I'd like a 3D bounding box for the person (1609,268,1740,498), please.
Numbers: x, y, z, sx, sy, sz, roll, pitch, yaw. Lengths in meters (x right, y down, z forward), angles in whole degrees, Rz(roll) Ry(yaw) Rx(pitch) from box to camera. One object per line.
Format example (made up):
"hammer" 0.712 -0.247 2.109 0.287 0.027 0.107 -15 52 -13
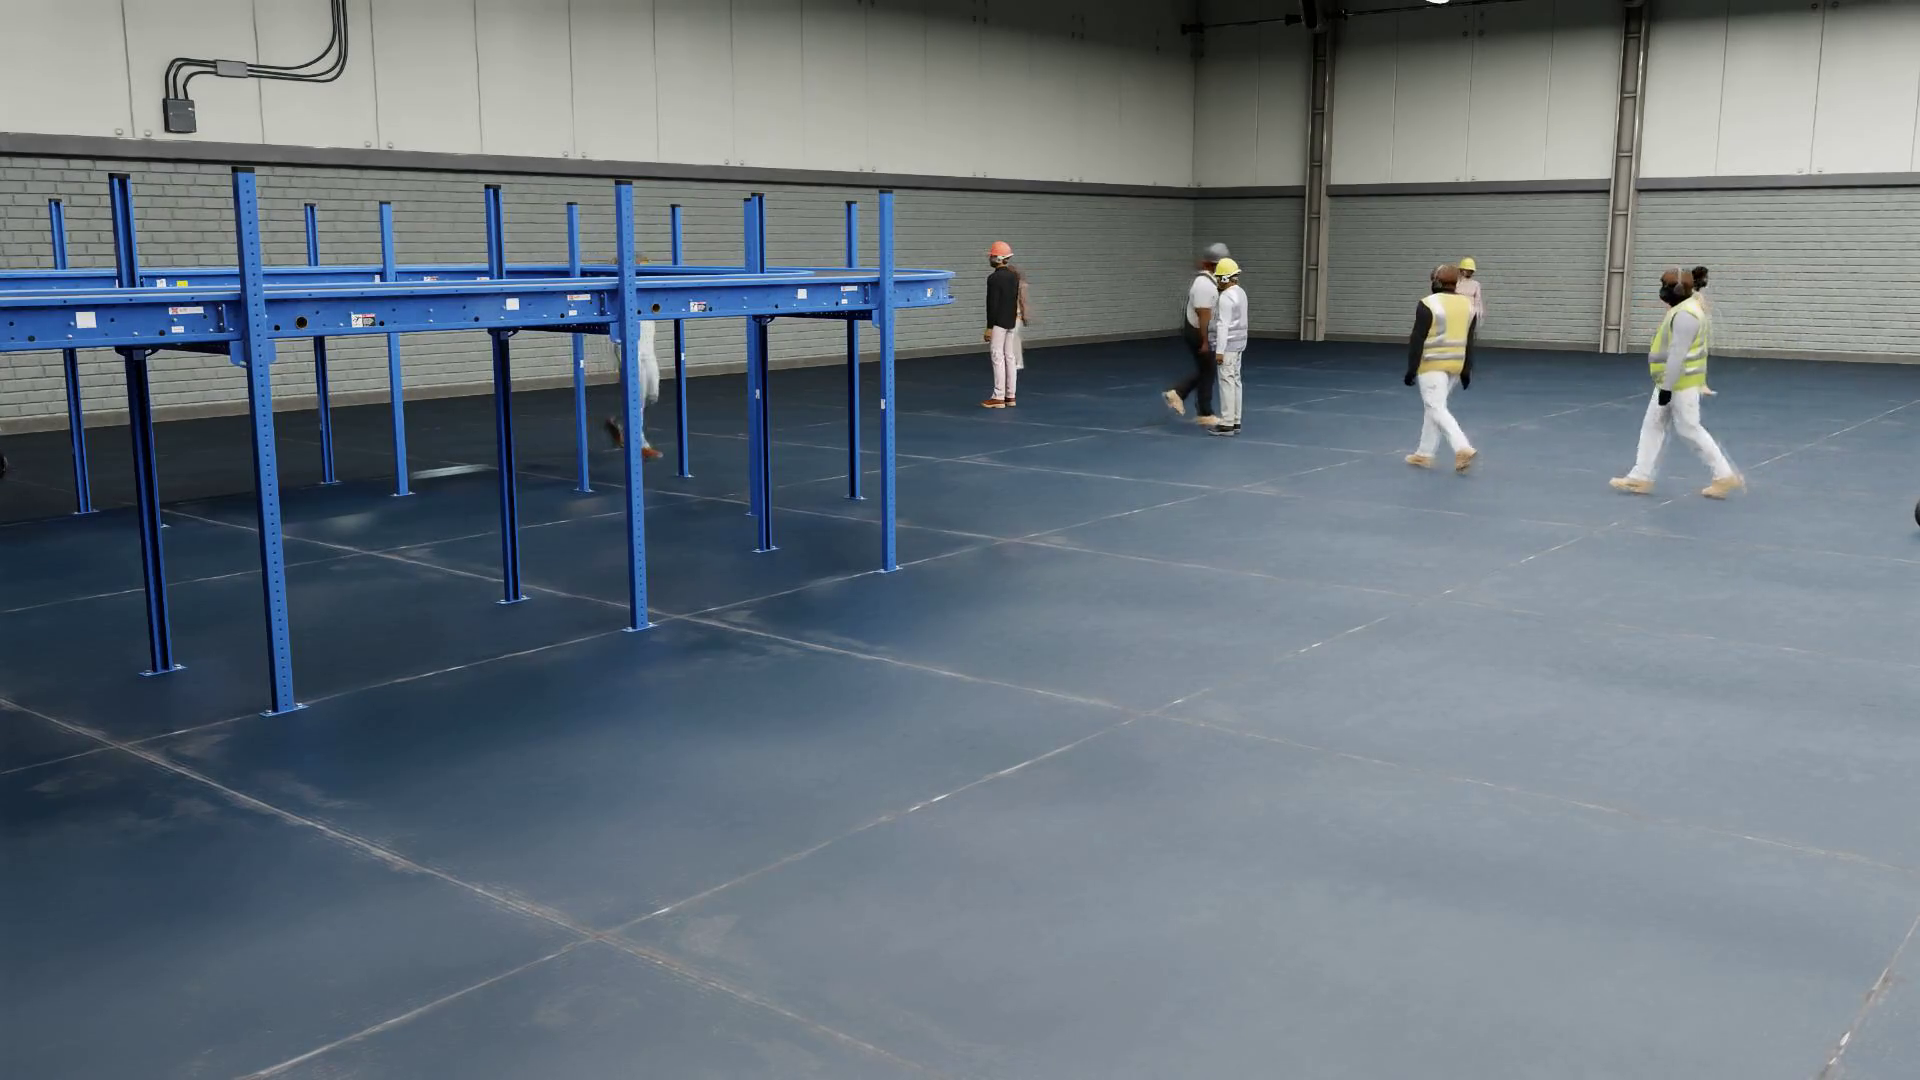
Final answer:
"person" 5.741 -1.247 13.174 0.919 1.812 0.621 3 11 17

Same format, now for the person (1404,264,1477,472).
"person" 4.263 -1.509 14.616 0.620 1.814 0.882 -6 12 -30

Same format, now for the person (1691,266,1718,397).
"person" 9.431 -2.643 21.236 0.682 1.671 0.547 8 13 39

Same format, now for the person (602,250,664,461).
"person" -3.061 -1.710 15.400 0.607 1.922 0.637 4 11 20

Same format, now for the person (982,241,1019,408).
"person" 0.494 -2.613 20.191 0.371 1.996 0.622 7 12 32

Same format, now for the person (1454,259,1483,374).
"person" 7.600 -3.350 24.994 0.547 1.728 0.746 -2 11 -13

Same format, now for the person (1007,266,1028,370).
"person" 0.725 -3.420 25.712 0.761 1.607 0.538 -7 13 -35

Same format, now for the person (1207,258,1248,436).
"person" 2.792 -2.018 17.385 0.403 1.827 0.592 5 11 25

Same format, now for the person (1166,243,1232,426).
"person" 2.623 -2.248 18.173 0.780 2.000 0.739 5 11 25
